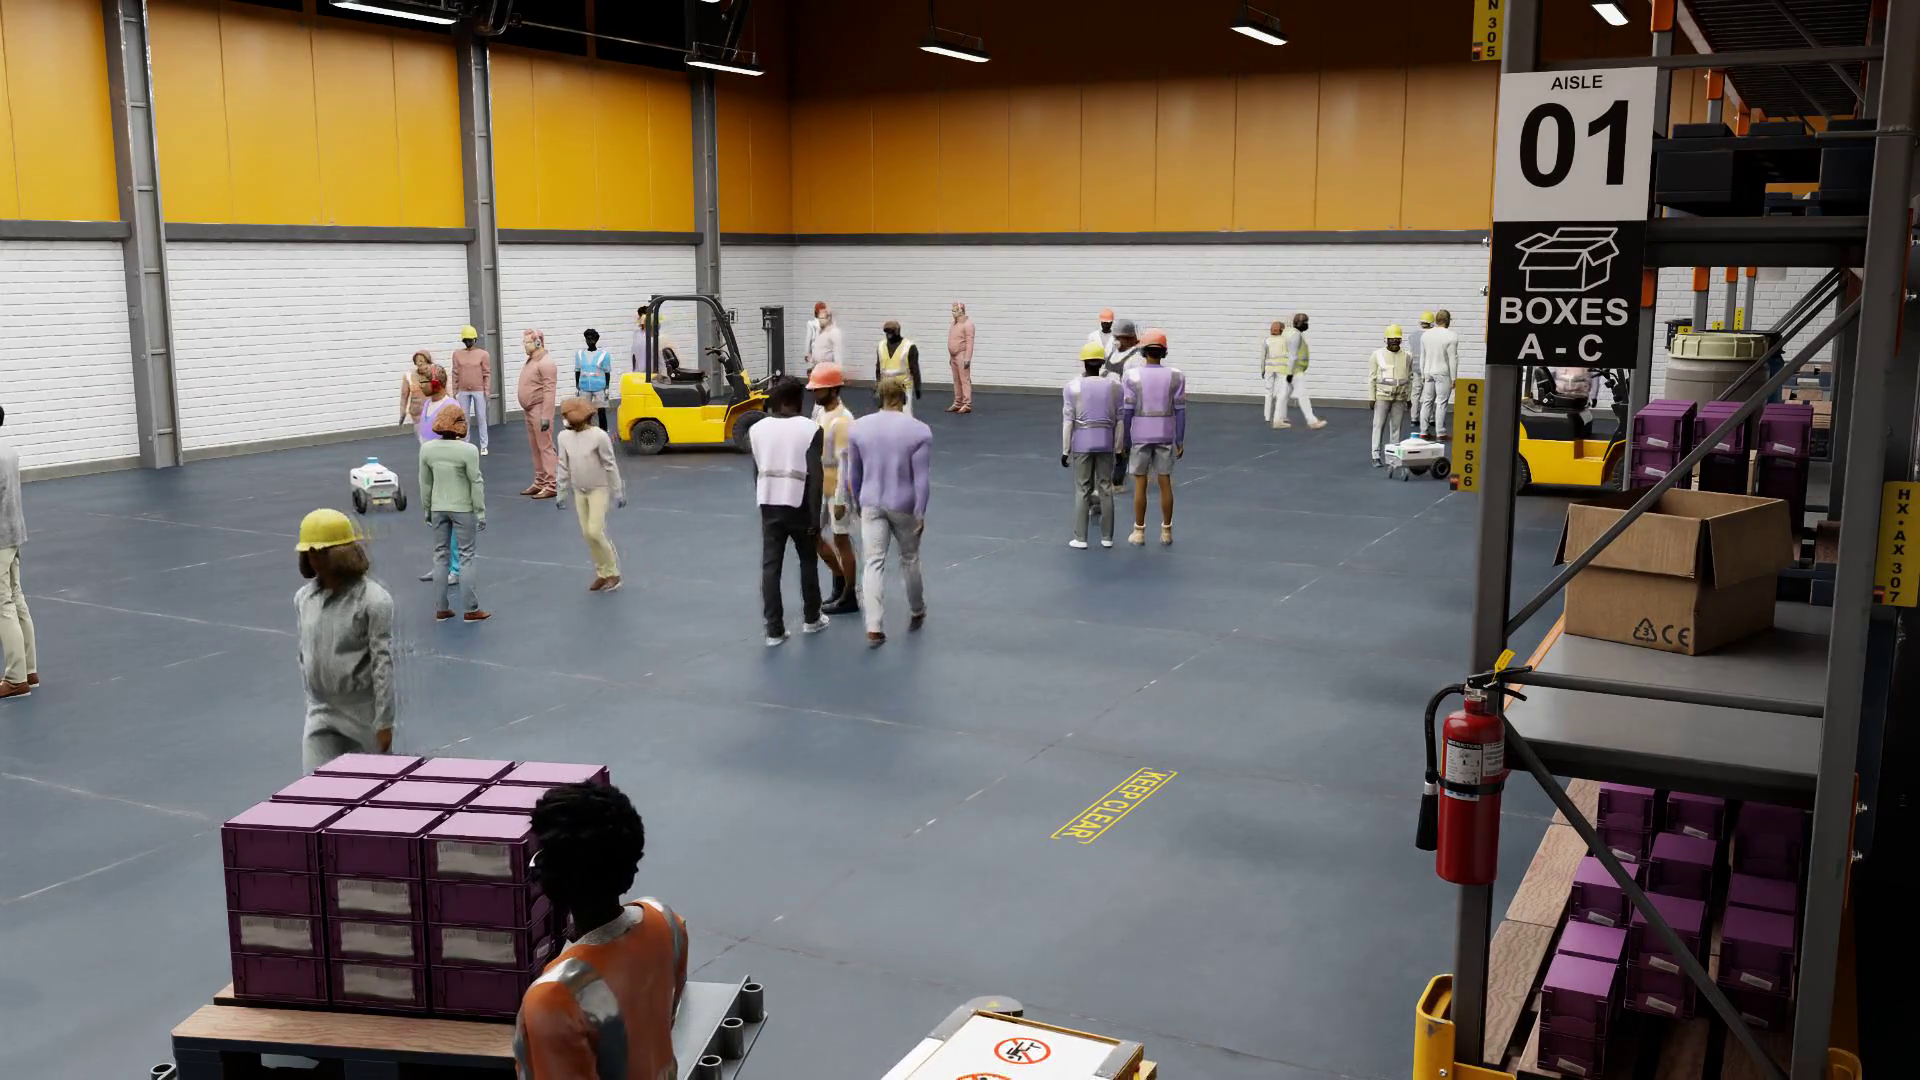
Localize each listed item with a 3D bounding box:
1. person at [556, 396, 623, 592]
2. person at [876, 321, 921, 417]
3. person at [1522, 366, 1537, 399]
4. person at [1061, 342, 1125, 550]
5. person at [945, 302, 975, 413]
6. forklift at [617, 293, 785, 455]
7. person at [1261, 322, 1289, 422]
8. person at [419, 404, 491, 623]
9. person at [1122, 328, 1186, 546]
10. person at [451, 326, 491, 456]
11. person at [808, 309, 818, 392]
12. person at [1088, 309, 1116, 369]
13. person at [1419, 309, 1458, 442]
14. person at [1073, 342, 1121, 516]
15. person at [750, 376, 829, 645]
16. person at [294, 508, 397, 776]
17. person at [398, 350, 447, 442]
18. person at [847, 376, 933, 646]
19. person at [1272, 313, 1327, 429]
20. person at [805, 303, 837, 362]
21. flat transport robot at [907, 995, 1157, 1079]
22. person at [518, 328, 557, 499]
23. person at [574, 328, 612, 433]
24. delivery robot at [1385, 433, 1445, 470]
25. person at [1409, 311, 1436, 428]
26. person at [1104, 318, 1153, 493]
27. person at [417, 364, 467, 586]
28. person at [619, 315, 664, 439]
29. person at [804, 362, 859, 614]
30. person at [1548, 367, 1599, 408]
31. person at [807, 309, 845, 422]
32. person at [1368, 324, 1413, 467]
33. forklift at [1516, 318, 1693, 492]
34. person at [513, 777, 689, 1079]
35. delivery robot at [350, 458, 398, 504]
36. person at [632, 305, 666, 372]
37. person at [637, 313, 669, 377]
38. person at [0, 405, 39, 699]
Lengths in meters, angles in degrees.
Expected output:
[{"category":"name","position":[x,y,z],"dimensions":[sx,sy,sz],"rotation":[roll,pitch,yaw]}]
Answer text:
[{"category":"person","position":[-2.996,-0.367,13.461],"dimensions":[0.517,1.598,0.472],"rotation":[5,11,29]},{"category":"person","position":[-0.846,-2.090,22.806],"dimensions":[0.739,1.815,0.508],"rotation":[4,11,22]},{"category":"person","position":[7.566,-2.049,22.389],"dimensions":[0.352,1.883,0.576],"rotation":[-1,10,-4]},{"category":"person","position":[1.226,-0.872,15.455],"dimensions":[0.594,1.923,0.381],"rotation":[-2,10,-11]},{"category":"person","position":[-0.016,-3.126,28.583],"dimensions":[0.405,1.903,0.636],"rotation":[-5,11,-28]},{"category":"forklift","position":[-3.588,-2.317,23.042],"dimensions":[2.313,2.155,1.214],"rotation":[-1,10,-5]},{"category":"person","position":[5.139,-2.726,27.027],"dimensions":[0.515,1.636,0.314],"rotation":[4,11,24]},{"category":"person","position":[-3.769,-0.197,12.394],"dimensions":[0.508,1.632,0.264],"rotation":[3,10,15]},{"category":"person","position":[1.803,-0.964,15.648],"dimensions":[0.616,2.041,0.379],"rotation":[-1,10,-5]},{"category":"person","position":[-6.632,-2.022,22.574],"dimensions":[0.525,1.769,0.308],"rotation":[0,10,-2]},{"category":"person","position":[-2.764,-3.757,32.819],"dimensions":[0.555,1.686,0.935],"rotation":[2,10,14]},{"category":"person","position":[2.186,-2.501,24.923],"dimensions":[0.556,1.924,0.434],"rotation":[3,10,16]},{"category":"person","position":[6.975,-2.389,24.245],"dimensions":[0.368,1.931,0.625],"rotation":[-7,12,-37]},{"category":"person","position":[1.404,-1.124,17.200],"dimensions":[0.526,1.826,0.582],"rotation":[3,10,15]},{"category":"person","position":[-1.208,-0.230,11.888],"dimensions":[0.601,1.868,0.829],"rotation":[3,10,16]},{"category":"person","position":[-2.510,0.701,6.971],"dimensions":[0.492,1.725,0.719],"rotation":[3,10,16]},{"category":"person","position":[-6.302,-1.408,19.500],"dimensions":[0.528,1.602,0.829],"rotation":[1,10,6]},{"category":"person","position":[-0.498,-0.225,11.862],"dimensions":[0.627,1.878,0.985],"rotation":[1,10,5]},{"category":"person","position":[5.335,-2.626,25.977],"dimensions":[0.921,1.796,0.639],"rotation":[1,10,7]},{"category":"person","position":[-2.564,-3.454,30.682],"dimensions":[0.615,1.825,0.999],"rotation":[-4,11,-23]},{"category":"flat transport robot","position":[0.044,1.768,4.958],"dimensions":[0.652,0.197,1.431],"rotation":[5,11,26]},{"category":"person","position":[-4.753,-1.419,18.683],"dimensions":[0.409,1.908,0.639],"rotation":[-7,12,-33]},{"category":"person","position":[-5.154,-2.120,23.345],"dimensions":[0.534,1.696,0.318],"rotation":[1,10,4]},{"category":"delivery robot","position":[5.536,-1.064,20.263],"dimensions":[0.707,0.478,0.477],"rotation":[-4,11,-20]},{"category":"person","position":[7.359,-2.685,26.246],"dimensions":[0.404,1.826,0.597],"rotation":[-8,13,-39]},{"category":"person","position":[1.943,-1.562,19.115],"dimensions":[0.772,2.000,0.681],"rotation":[-4,11,-23]},{"category":"person","position":[-4.268,-0.542,13.794],"dimensions":[0.394,1.839,0.563],"rotation":[-8,13,-40]},{"category":"person","position":[-4.515,-2.353,24.265],"dimensions":[1.028,1.849,0.638],"rotation":[-3,10,-15]},{"category":"person","position":[-0.963,-0.380,12.589],"dimensions":[0.457,1.927,0.594],"rotation":[-5,11,-26]},{"category":"person","position":[7.921,-1.877,21.587],"dimensions":[0.657,1.828,0.592],"rotation":[5,11,27]},{"category":"person","position":[-2.128,-2.739,26.444],"dimensions":[0.941,1.869,0.645],"rotation":[-5,11,-28]},{"category":"person","position":[5.546,-1.852,21.399],"dimensions":[0.591,1.833,0.403],"rotation":[-1,10,-8]},{"category":"forklift","position":[7.066,-1.601,18.899],"dimensions":[2.313,2.155,1.214],"rotation":[5,11,27]},{"category":"person","position":[-0.734,1.317,3.446],"dimensions":[0.318,1.698,0.534],"rotation":[2,10,13]},{"category":"delivery robot","position":[-6.273,-0.639,17.798],"dimensions":[0.477,0.478,0.707],"rotation":[-7,12,-33]},{"category":"person","position":[-4.673,-2.527,24.921],"dimensions":[0.607,1.966,0.367],"rotation":[5,11,26]},{"category":"person","position":[-4.418,-2.401,24.473],"dimensions":[0.972,1.876,0.587],"rotation":[-5,11,-28]},{"category":"person","position":[-5.962,0.050,10.282],"dimensions":[0.328,1.872,0.512],"rotation":[-2,10,-13]}]
